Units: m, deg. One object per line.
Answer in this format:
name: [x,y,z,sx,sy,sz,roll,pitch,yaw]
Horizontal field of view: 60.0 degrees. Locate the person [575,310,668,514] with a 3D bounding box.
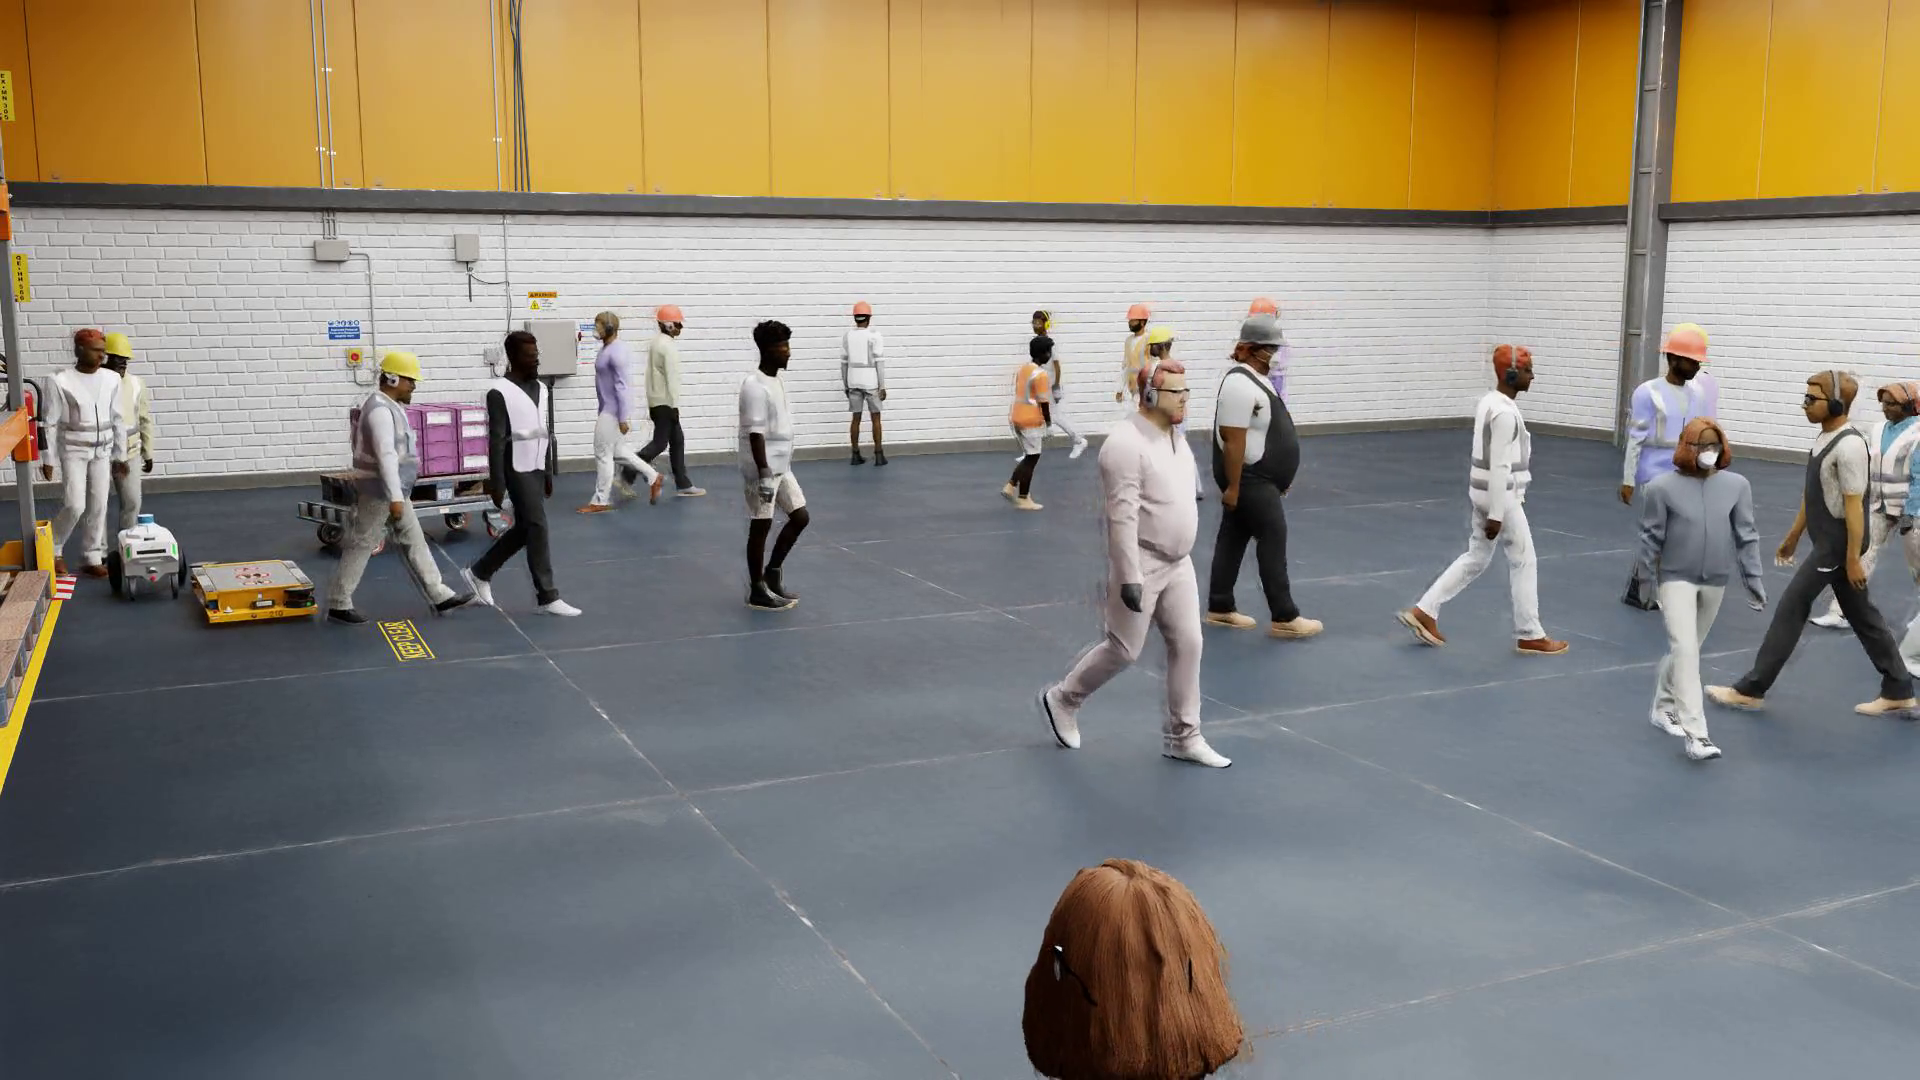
person: [-3.199,-1.199,15.626,0.828,1.920,0.637,-3,10,-19]

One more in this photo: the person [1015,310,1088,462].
person: [1.092,-1.850,19.971,0.883,1.827,0.581,-6,11,-33]

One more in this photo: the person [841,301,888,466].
person: [-1.120,-1.829,19.476,0.571,1.926,0.385,4,10,21]

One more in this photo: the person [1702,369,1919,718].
person: [4.422,0.028,8.434,1.024,1.787,0.514,4,10,22]

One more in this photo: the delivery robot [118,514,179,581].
delivery robot: [-5.718,0.062,11.707,0.477,0.478,0.707,-5,10,-29]

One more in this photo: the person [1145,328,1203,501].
person: [1.982,-1.226,16.396,0.937,1.712,0.519,2,9,15]

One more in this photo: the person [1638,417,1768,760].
person: [3.487,0.214,7.847,0.517,1.587,0.845,-1,9,-4]

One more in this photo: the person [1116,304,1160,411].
person: [2.069,-1.776,19.280,1.003,1.891,0.561,-5,10,-29]

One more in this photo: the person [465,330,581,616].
person: [-2.946,-0.445,11.028,0.863,1.894,0.597,3,10,17]

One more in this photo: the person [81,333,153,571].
person: [-6.450,-0.661,12.632,0.432,1.813,0.641,8,12,40]

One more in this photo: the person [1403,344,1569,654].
person: [3.141,-0.239,9.878,0.914,1.856,0.588,1,9,5]

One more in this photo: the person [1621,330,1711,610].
person: [4.677,-0.414,10.830,0.564,1.882,0.972,-3,10,-16]

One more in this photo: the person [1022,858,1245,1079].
person: [0.192,1.163,1.982,0.512,1.583,0.908,-2,9,-11]

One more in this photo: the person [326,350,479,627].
person: [-3.649,-0.331,10.697,0.958,1.764,0.664,-2,9,-10]

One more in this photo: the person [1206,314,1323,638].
person: [1.949,-0.419,10.383,0.867,2.000,0.687,2,9,14]

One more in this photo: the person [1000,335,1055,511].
person: [0.682,-1.093,15.674,0.374,1.673,0.560,-3,10,-17]

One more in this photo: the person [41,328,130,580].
person: [-6.426,-0.619,12.196,0.520,1.862,0.596,5,10,28]

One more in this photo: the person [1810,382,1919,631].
person: [5.865,-0.199,10.423,0.899,1.588,0.523,-2,9,-14]

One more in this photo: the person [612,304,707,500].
person: [-3.024,-1.367,16.547,0.928,1.964,0.631,-4,10,-23]

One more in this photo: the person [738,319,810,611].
person: [-1.230,-0.484,11.055,0.464,1.949,0.643,2,9,13]

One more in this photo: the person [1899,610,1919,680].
person: [5.622,-0.104,8.961,1.015,1.873,0.585,9,13,43]

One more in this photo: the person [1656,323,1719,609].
person: [4.842,-0.485,11.143,0.388,1.927,0.589,8,12,43]

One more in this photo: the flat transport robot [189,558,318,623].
flat transport robot: [-4.801,0.324,11.251,0.652,0.197,1.431,-5,10,-29]

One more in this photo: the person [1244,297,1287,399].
person: [3.048,-1.410,16.593,0.563,2.021,0.641,-3,10,-17]

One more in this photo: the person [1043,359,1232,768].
person: [0.821,0.100,7.682,0.845,1.878,0.642,8,12,39]
